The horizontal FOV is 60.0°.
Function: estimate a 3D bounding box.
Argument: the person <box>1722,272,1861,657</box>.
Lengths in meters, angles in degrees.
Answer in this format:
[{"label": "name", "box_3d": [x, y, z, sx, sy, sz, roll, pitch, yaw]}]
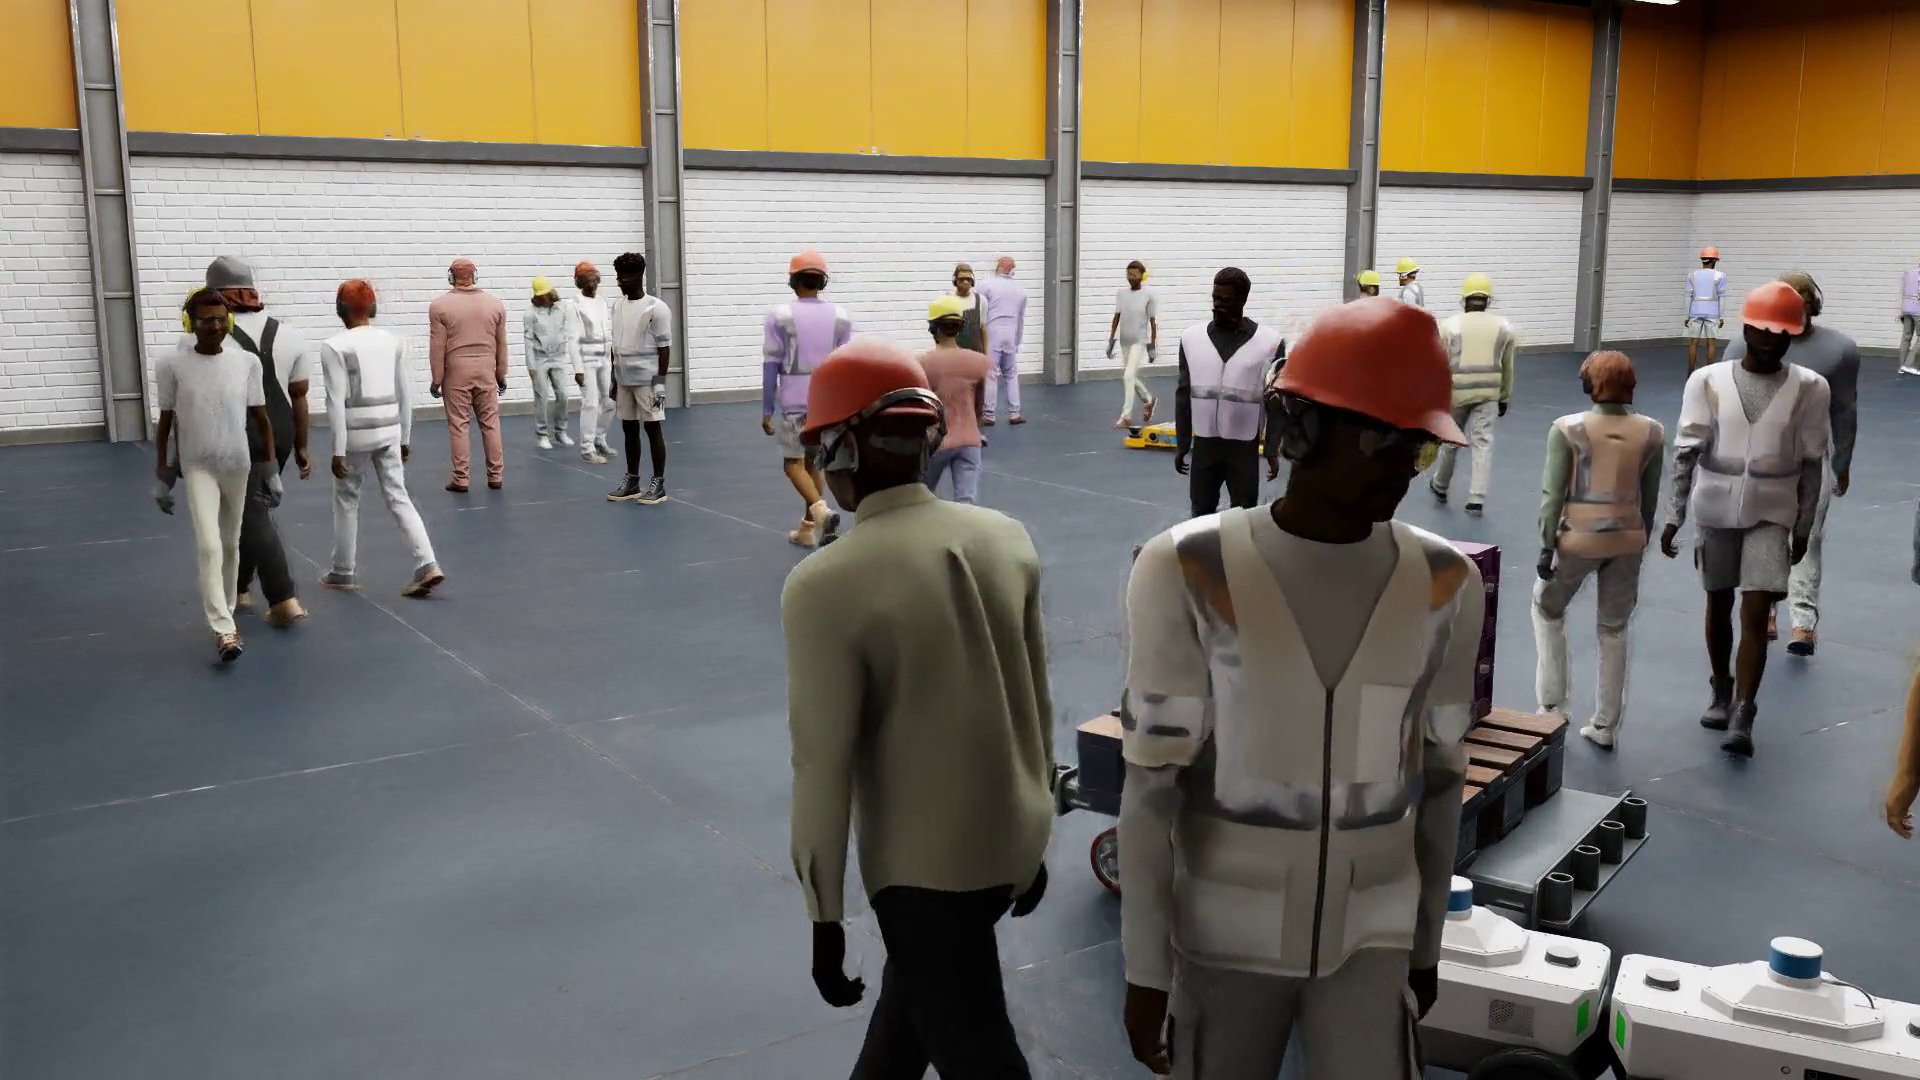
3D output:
[{"label": "person", "box_3d": [4.114, -0.371, 8.303, 0.634, 1.890, 1.002, 5, 11, 25]}]

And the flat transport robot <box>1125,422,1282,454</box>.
[{"label": "flat transport robot", "box_3d": [2.397, -1.000, 16.207, 1.431, 0.197, 0.652, 6, 12, 32]}]

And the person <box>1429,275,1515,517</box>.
[{"label": "person", "box_3d": [3.869, -1.108, 12.640, 0.625, 1.783, 0.914, 0, 10, 3]}]

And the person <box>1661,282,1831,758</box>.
[{"label": "person", "box_3d": [3.157, -0.081, 6.717, 0.561, 1.884, 0.984, 6, 12, 29]}]

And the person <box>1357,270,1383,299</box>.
[{"label": "person", "box_3d": [4.358, -2.063, 18.072, 0.927, 1.720, 0.548, 5, 11, 24]}]

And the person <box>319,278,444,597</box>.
[{"label": "person", "box_3d": [-3.383, -0.585, 9.646, 0.941, 1.847, 0.591, 7, 12, 34]}]

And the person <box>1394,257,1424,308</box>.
[{"label": "person", "box_3d": [5.380, -2.479, 20.043, 0.404, 1.829, 0.592, 4, 11, 22]}]

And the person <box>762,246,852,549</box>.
[{"label": "person", "box_3d": [-0.968, -0.897, 10.858, 0.617, 2.018, 0.820, -6, 12, -28]}]

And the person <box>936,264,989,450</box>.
[{"label": "person", "box_3d": [0.045, -1.757, 16.133, 0.540, 1.803, 0.942, -2, 10, -9]}]

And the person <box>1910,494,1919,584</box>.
[{"label": "person", "box_3d": [4.023, 0.092, 6.528, 0.503, 1.618, 0.344, 5, 12, 27]}]

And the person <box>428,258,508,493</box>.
[{"label": "person", "box_3d": [-4.026, -1.344, 13.611, 0.655, 1.904, 0.407, -7, 13, -35]}]

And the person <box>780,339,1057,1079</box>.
[{"label": "person", "box_3d": [-0.079, 0.580, 3.146, 1.177, 1.877, 0.630, 9, 14, 41]}]

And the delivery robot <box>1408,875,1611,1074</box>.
[{"label": "delivery robot", "box_3d": [1.158, 1.043, 3.971, 0.707, 0.478, 0.477, 5, 12, 27]}]

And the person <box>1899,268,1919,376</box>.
[{"label": "person", "box_3d": [14.400, -3.424, 25.077, 0.448, 1.893, 0.652, -2, 11, -12]}]

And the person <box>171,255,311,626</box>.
[{"label": "person", "box_3d": [-3.886, -0.573, 9.012, 1.058, 2.000, 0.686, 7, 12, 33]}]

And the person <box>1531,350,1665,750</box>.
[{"label": "person", "box_3d": [2.587, 0.032, 6.837, 0.517, 1.619, 0.516, -1, 10, -4]}]

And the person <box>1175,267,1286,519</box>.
[{"label": "person", "box_3d": [1.467, -0.527, 9.109, 0.588, 1.915, 0.398, 4, 11, 21]}]

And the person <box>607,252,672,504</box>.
[{"label": "person", "box_3d": [-2.522, -1.258, 12.993, 0.601, 1.958, 0.380, 7, 12, 34]}]

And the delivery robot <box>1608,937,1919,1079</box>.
[{"label": "delivery robot", "box_3d": [1.800, 1.108, 3.616, 0.707, 0.478, 0.477, 5, 12, 27]}]

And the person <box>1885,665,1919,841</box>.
[{"label": "person", "box_3d": [2.460, 0.512, 3.749, 0.663, 1.790, 0.931, 5, 11, 25]}]

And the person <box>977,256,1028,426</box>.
[{"label": "person", "box_3d": [0.387, -2.190, 18.377, 0.746, 1.865, 0.395, -7, 12, -33]}]

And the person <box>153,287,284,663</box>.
[{"label": "person", "box_3d": [-3.628, -0.314, 8.185, 0.550, 1.822, 0.961, -8, 13, -38]}]

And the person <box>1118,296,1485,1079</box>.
[{"label": "person", "box_3d": [0.542, 0.601, 2.752, 0.617, 2.003, 0.961, -1, 10, -4]}]

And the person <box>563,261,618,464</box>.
[{"label": "person", "box_3d": [-3.408, -1.612, 15.240, 0.446, 1.849, 0.655, 5, 12, 26]}]

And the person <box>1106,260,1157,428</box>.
[{"label": "person", "box_3d": [1.944, -2.162, 18.302, 0.529, 1.835, 0.838, 8, 13, 39]}]

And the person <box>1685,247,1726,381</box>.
[{"label": "person", "box_3d": [10.706, -3.234, 23.905, 0.542, 1.931, 0.375, 7, 13, 34]}]

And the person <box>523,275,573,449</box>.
[{"label": "person", "box_3d": [-4.052, -1.731, 16.272, 0.499, 1.702, 0.514, -9, 14, -40]}]

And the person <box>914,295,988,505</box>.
[{"label": "person", "box_3d": [-0.100, -0.538, 9.650, 0.523, 1.740, 0.703, -4, 11, -21]}]
